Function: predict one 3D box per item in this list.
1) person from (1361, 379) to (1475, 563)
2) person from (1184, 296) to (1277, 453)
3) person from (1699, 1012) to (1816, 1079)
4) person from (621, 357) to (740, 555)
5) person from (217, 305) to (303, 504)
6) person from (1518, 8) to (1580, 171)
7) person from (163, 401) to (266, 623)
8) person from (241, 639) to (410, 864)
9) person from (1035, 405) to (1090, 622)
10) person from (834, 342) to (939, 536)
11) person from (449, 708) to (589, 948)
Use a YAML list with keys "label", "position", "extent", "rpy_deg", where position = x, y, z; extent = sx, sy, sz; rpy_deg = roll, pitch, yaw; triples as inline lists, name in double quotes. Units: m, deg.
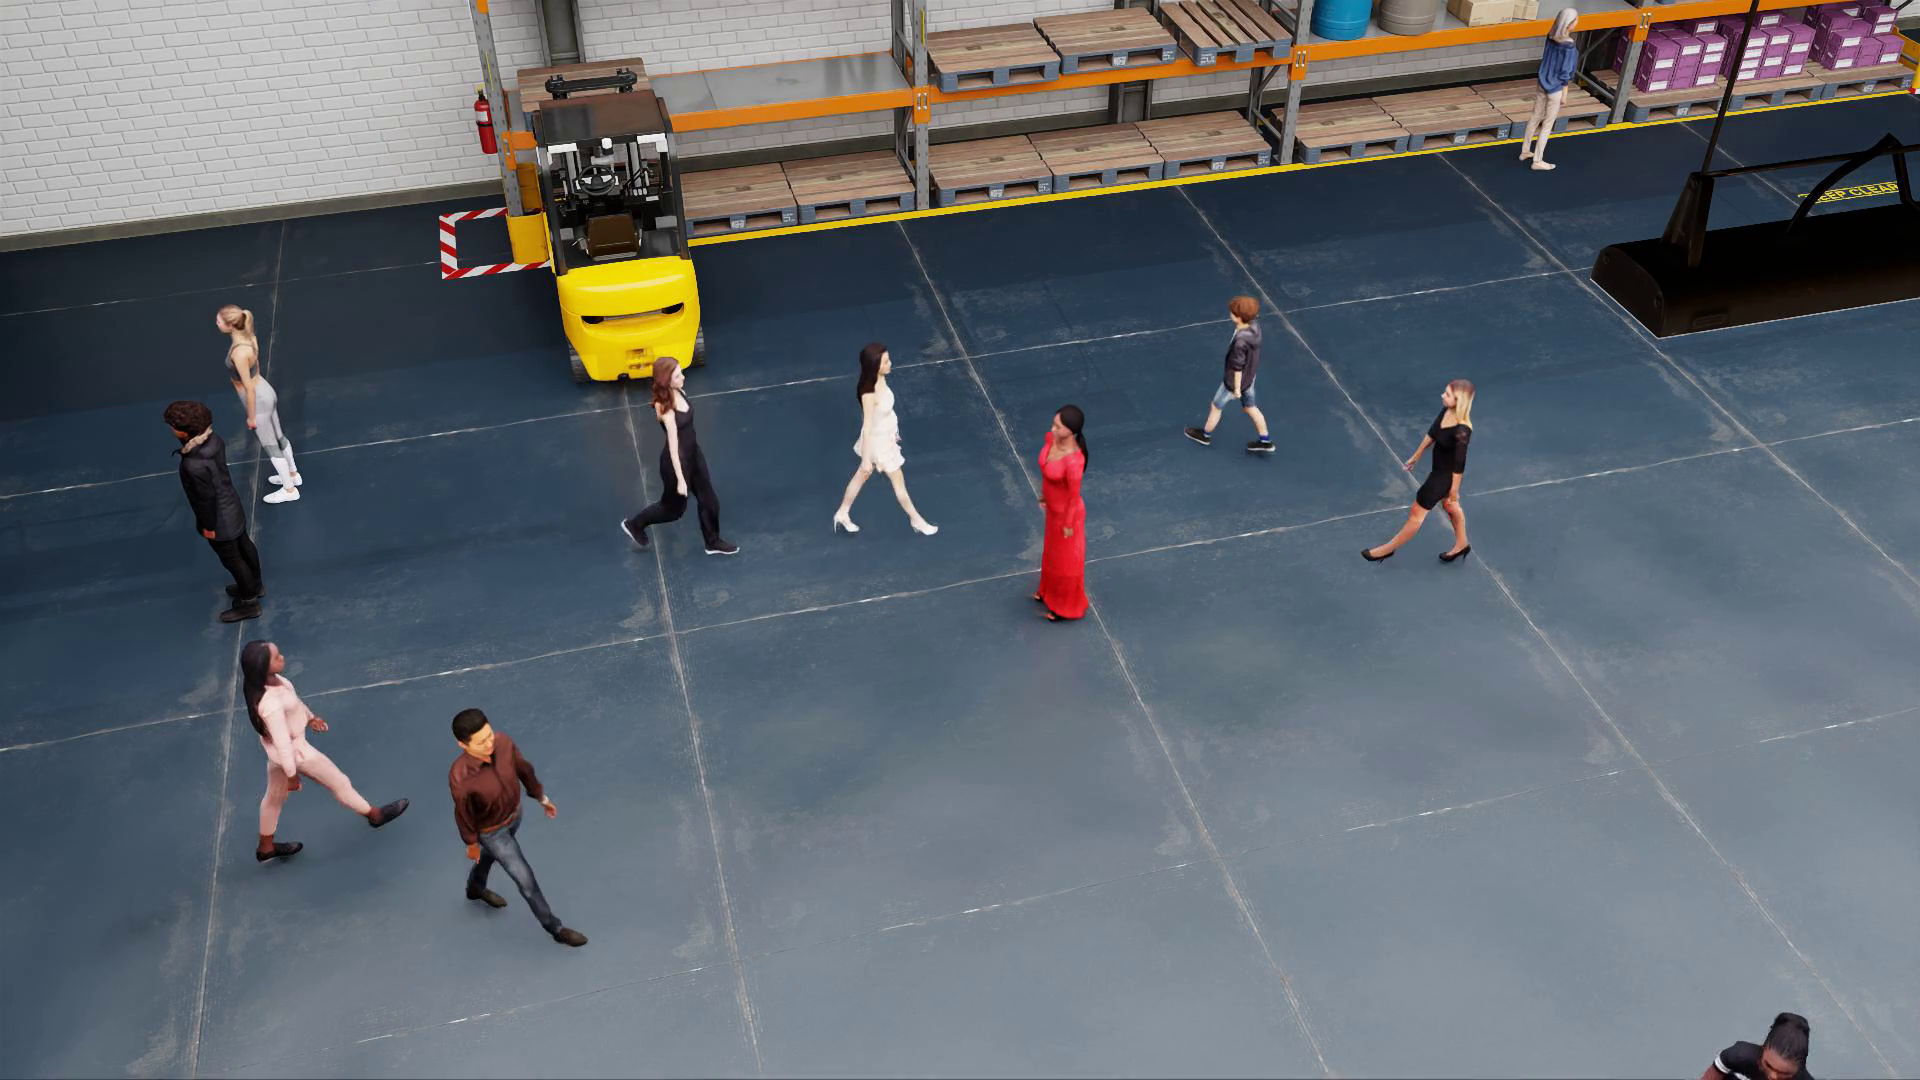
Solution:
- label: "person"
  position: [3.579, -0.444, 12.008]
  extent: [1.111, 1.632, 0.798]
  rpy_deg: [3, 39, 4]
- label: "person"
  position: [2.286, -1.280, 13.228]
  extent: [1.015, 1.416, 0.957]
  rpy_deg: [20, 43, 23]
- label: "person"
  position: [3.729, 2.766, 7.930]
  extent: [1.161, 1.704, 1.203]
  rpy_deg: [19, 42, 22]
- label: "person"
  position: [-2.122, -0.575, 12.101]
  extent: [1.173, 1.721, 0.873]
  rpy_deg: [5, 39, 6]
- label: "person"
  position: [-5.354, -1.050, 12.708]
  extent: [0.559, 1.705, 0.591]
  rpy_deg: [-5, 39, -6]
- label: "person"
  position: [6.144, -4.700, 17.292]
  extent: [0.559, 1.697, 0.614]
  rpy_deg: [-11, 40, -14]
- label: "person"
  position: [-5.171, -0.219, 11.607]
  extent: [0.633, 1.780, 0.654]
  rpy_deg: [-5, 39, -6]
- label: "person"
  position: [-4.035, 1.287, 9.814]
  extent: [1.229, 1.664, 0.870]
  rpy_deg: [-22, 44, -25]
- label: "person"
  position: [0.730, -0.198, 11.585]
  extent: [0.636, 1.785, 0.657]
  rpy_deg: [-15, 41, -18]
- label: "person"
  position: [-0.695, -0.704, 12.292]
  extent: [1.109, 1.683, 0.850]
  rpy_deg: [4, 39, 5]
- label: "person"
  position: [-2.677, 1.573, 9.400]
  extent: [1.224, 1.735, 1.087]
  rpy_deg: [15, 41, 18]
